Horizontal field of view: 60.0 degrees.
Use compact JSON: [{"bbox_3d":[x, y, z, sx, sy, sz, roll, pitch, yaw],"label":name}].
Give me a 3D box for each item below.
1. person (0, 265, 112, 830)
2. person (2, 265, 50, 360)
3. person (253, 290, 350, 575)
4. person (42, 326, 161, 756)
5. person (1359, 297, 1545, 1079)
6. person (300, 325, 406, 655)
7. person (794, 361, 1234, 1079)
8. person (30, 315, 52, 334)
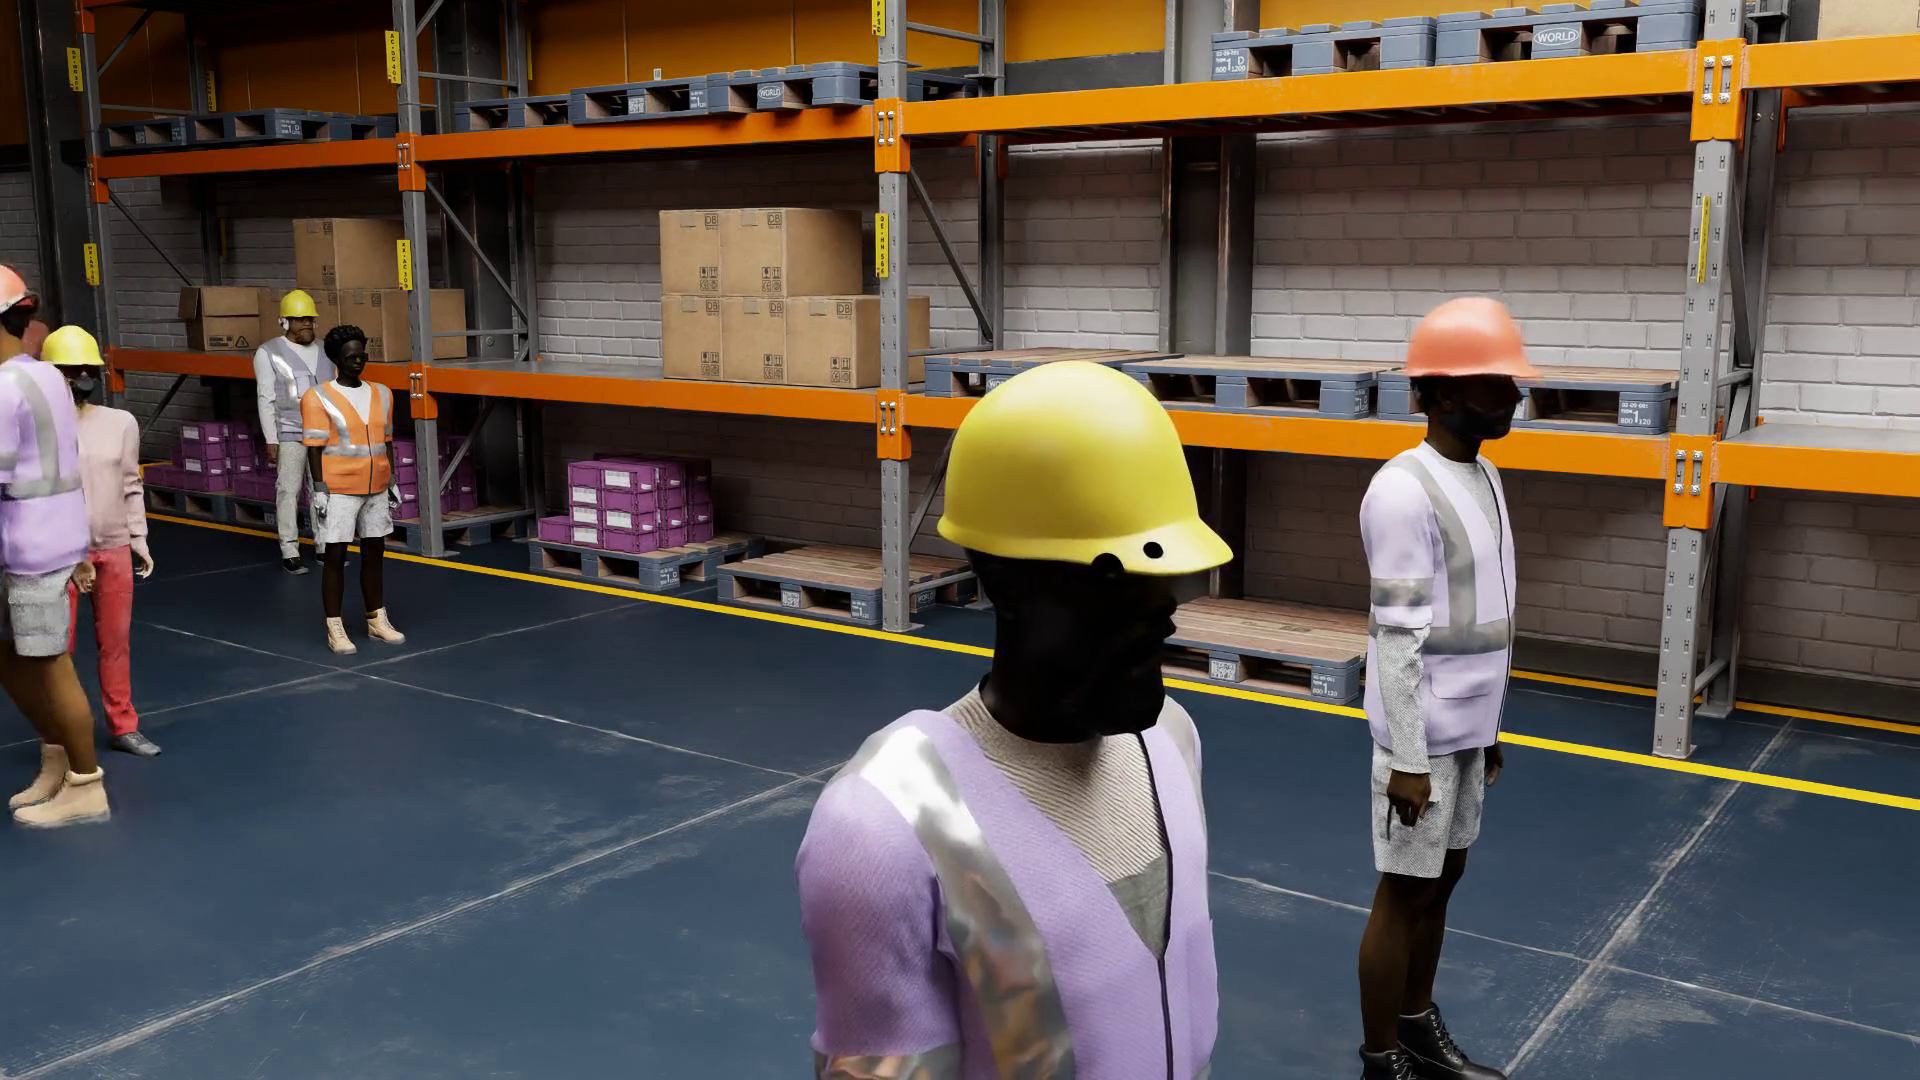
[{"bbox_3d":[-3.306,0.044,5.824,0.502,2.022,0.600,-3,10,-18],"label":"person"},{"bbox_3d":[-6.360,-0.833,11.169,0.406,1.989,0.626,7,12,35],"label":"person"},{"bbox_3d":[-4.264,-0.701,10.835,0.404,1.833,0.590,7,12,35],"label":"person"},{"bbox_3d":[-3.485,0.037,6.629,0.304,1.772,0.525,7,12,35],"label":"person"},{"bbox_3d":[1.122,0.418,3.844,0.349,1.942,0.545,7,12,35],"label":"person"},{"bbox_3d":[-3.144,-0.265,8.640,0.318,1.697,0.535,7,12,35],"label":"person"},{"bbox_3d":[0.093,0.782,1.719,0.364,1.927,0.587,7,12,35],"label":"person"},{"bbox_3d":[-7.633,-1.081,13.857,0.507,1.587,0.607,-7,12,-36],"label":"person"}]
